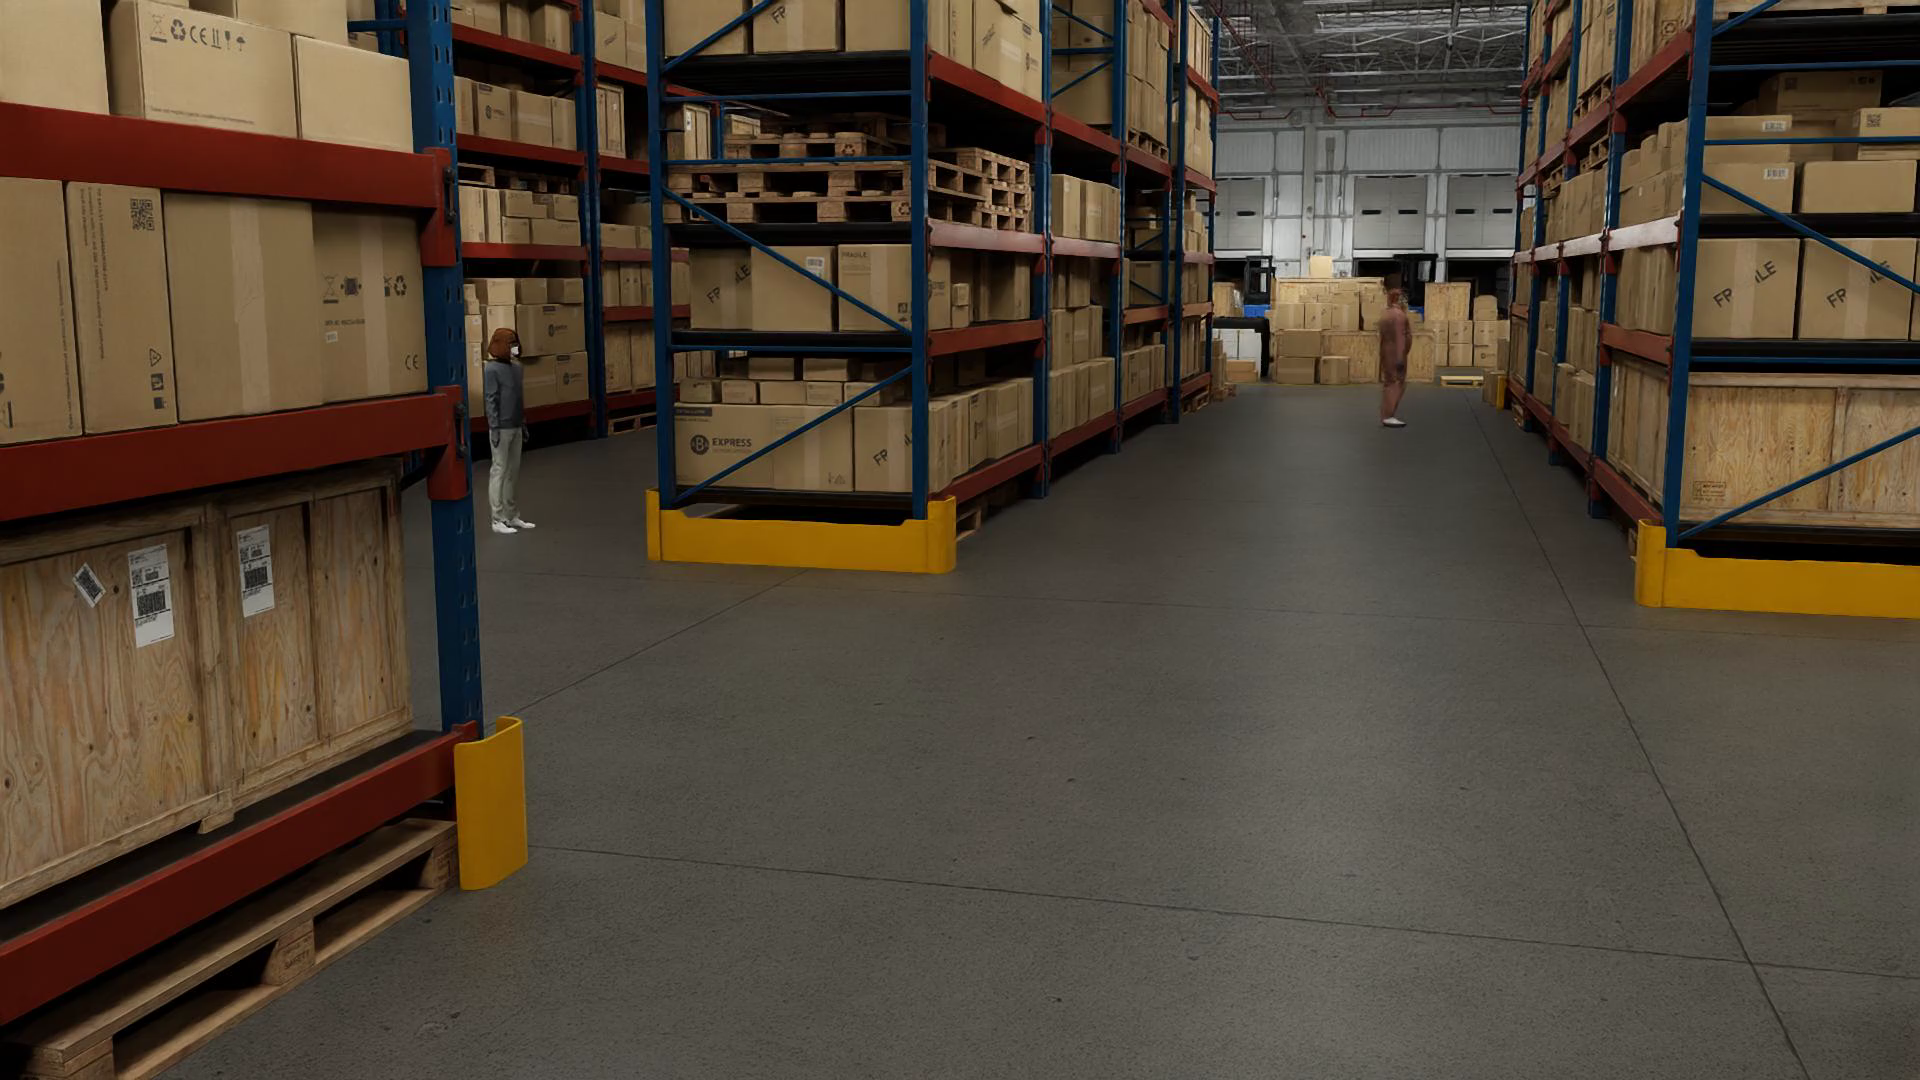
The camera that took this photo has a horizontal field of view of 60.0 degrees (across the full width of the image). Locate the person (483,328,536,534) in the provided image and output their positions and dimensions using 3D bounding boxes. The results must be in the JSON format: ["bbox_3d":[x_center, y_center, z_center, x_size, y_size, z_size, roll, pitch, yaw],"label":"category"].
[{"bbox_3d":[-3.606,-0.873,13.270,0.280,1.633,0.502,2,9,15],"label":"person"}]

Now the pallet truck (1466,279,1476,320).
[{"bbox_3d":[18.896,-8.459,60.307,1.885,1.965,0.823,5,10,31],"label":"pallet truck"}]

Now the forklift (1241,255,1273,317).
[{"bbox_3d":[10.551,-8.662,58.805,1.129,2.768,1.873,2,9,15],"label":"forklift"}]

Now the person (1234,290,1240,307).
[{"bbox_3d":[10.268,-8.716,62.405,0.784,1.854,0.388,2,9,12],"label":"person"}]

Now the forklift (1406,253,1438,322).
[{"bbox_3d":[14.942,-7.885,53.868,1.129,2.768,1.873,-2,9,-12],"label":"forklift"}]

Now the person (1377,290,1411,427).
[{"bbox_3d":[5.946,-2.479,22.761,0.448,1.863,0.761,-1,9,-8],"label":"person"}]
